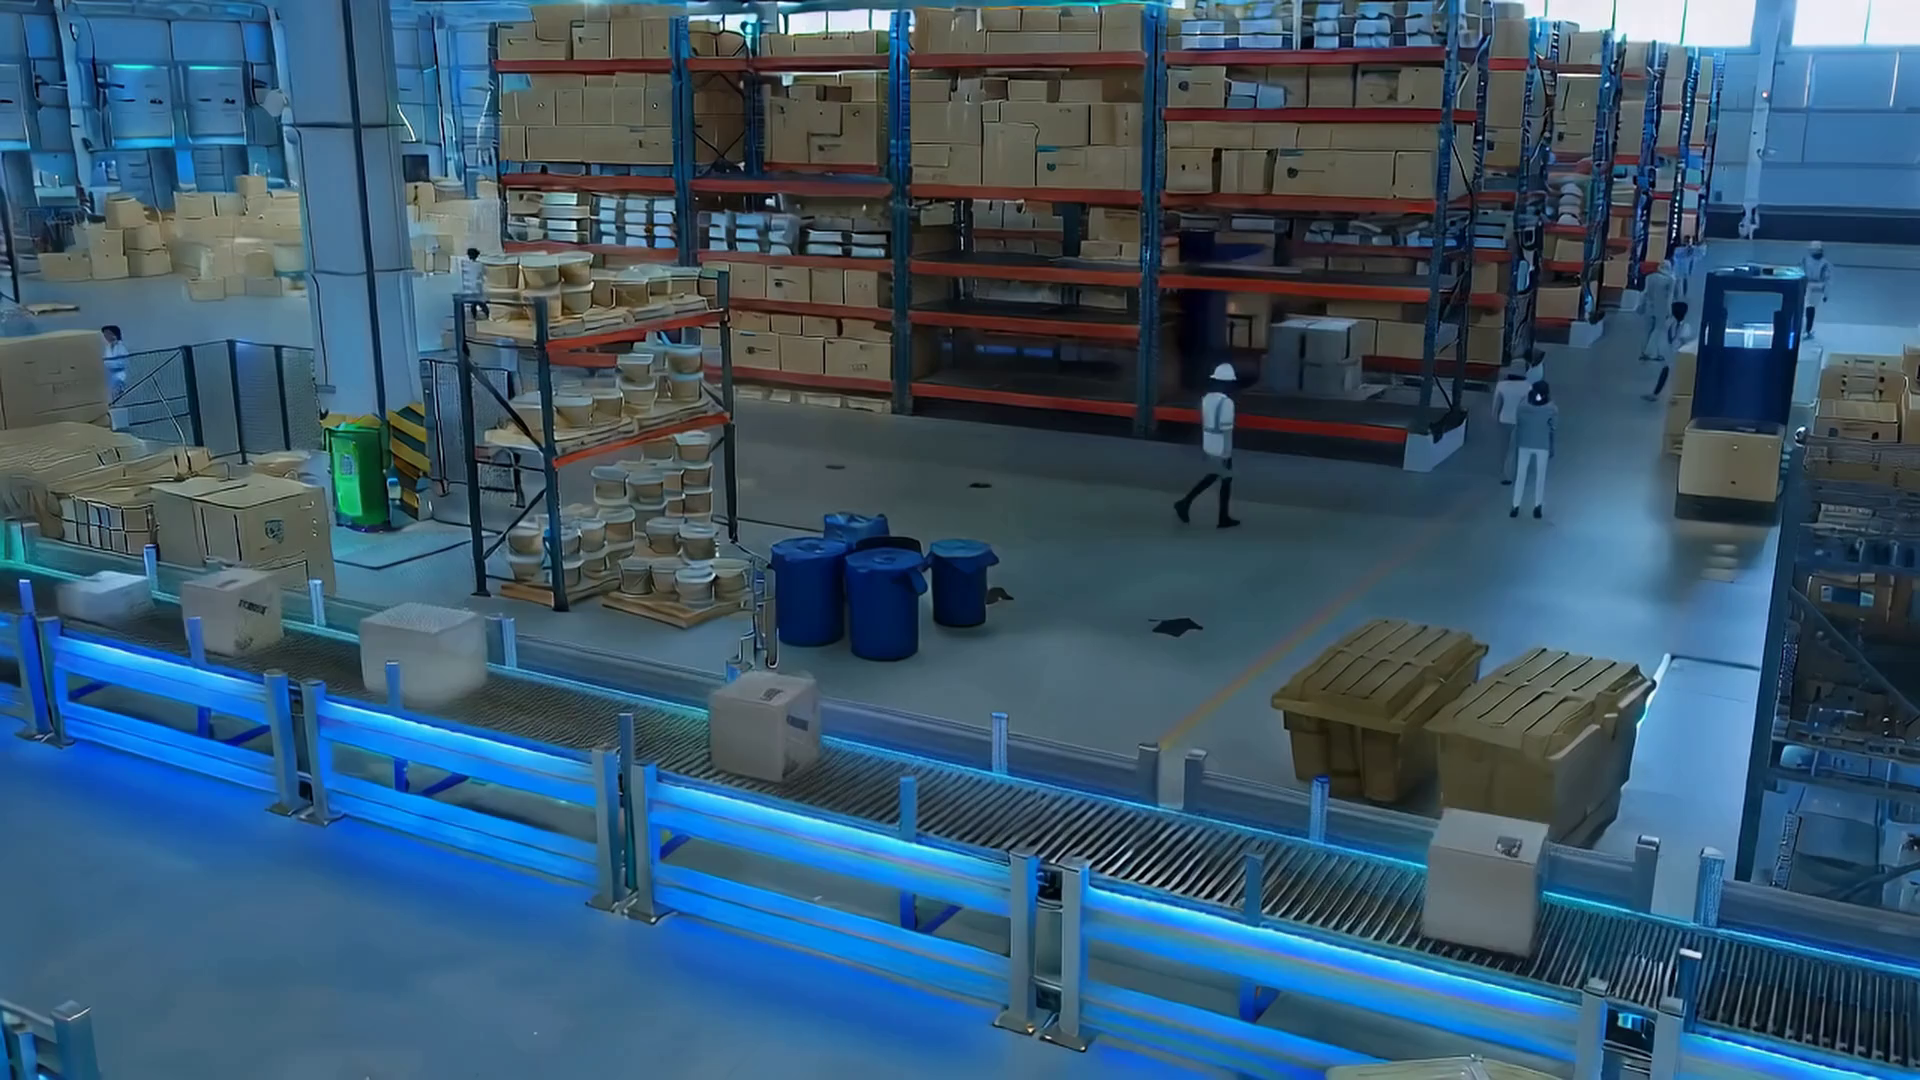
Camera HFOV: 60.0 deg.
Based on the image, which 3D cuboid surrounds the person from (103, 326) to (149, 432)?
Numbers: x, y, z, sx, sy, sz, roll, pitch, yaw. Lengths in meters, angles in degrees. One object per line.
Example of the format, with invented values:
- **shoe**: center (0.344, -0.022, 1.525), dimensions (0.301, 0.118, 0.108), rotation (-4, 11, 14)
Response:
- **person**: center (-12.338, -2.352, 24.405), dimensions (0.520, 1.591, 0.859), rotation (9, 17, 30)

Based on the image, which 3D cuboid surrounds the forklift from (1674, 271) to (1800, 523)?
- **forklift**: center (9.269, -1.763, 19.726), dimensions (1.129, 2.768, 1.873), rotation (8, 17, 27)

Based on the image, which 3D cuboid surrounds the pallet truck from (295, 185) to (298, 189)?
- **pallet truck**: center (-26.804, -14.617, 69.738), dimensions (1.885, 1.965, 0.823), rotation (-14, 20, -42)

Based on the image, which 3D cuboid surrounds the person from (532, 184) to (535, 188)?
- **person**: center (-17.016, -13.483, 66.073), dimensions (0.533, 1.691, 0.321), rotation (3, 15, 10)

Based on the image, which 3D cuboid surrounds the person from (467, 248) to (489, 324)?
- **person**: center (-10.524, -5.551, 36.322), dimensions (0.852, 1.650, 0.537), rotation (-11, 18, -34)

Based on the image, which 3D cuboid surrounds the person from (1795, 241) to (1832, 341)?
- **person**: center (17.375, -5.081, 33.864), dimensions (0.620, 2.018, 0.896), rotation (14, 20, 42)

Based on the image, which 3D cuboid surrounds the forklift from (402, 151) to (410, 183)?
- **forklift**: center (-21.519, -13.653, 64.424), dimensions (1.873, 2.768, 1.129), rotation (-1, 15, -5)

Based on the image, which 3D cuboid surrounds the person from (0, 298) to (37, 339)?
- **person**: center (-14.985, -2.993, 26.524), dimensions (0.565, 1.739, 0.522), rotation (-12, 19, -38)

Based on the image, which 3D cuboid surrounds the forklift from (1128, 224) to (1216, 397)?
- **forklift**: center (3.819, -3.750, 27.197), dimensions (1.873, 2.768, 1.129), rotation (8, 17, 28)

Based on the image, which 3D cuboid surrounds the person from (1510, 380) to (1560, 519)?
- **person**: center (6.721, -1.060, 19.471), dimensions (0.497, 1.634, 0.278), rotation (5, 16, 18)

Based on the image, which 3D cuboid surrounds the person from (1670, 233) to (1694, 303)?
- **person**: center (17.382, -6.559, 40.065), dimensions (0.540, 1.678, 0.661), rotation (8, 17, 28)

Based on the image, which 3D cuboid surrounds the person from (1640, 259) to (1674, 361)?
- **person**: center (13.091, -4.299, 31.149), dimensions (0.399, 1.899, 0.646), rotation (-7, 16, -24)

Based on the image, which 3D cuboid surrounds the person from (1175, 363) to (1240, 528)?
- **person**: center (2.860, -1.057, 18.932), dimensions (0.731, 1.918, 0.550), rotation (-7, 16, -25)

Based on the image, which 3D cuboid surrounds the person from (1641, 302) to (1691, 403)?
- **person**: center (11.489, -2.990, 26.690), dimensions (0.878, 1.646, 0.560), rotation (-1, 15, -4)

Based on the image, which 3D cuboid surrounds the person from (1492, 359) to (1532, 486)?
- **person**: center (7.013, -1.482, 21.092), dimensions (0.499, 1.619, 0.376), rotation (14, 20, 42)

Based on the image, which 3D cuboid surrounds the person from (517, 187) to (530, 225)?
- **person**: center (-14.476, -10.768, 55.392), dimensions (0.662, 1.928, 0.464), rotation (12, 19, 39)

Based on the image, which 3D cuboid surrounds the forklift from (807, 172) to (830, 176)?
- **forklift**: center (-5.198, -12.865, 61.463), dimensions (1.129, 2.768, 1.873), rotation (8, 17, 28)
